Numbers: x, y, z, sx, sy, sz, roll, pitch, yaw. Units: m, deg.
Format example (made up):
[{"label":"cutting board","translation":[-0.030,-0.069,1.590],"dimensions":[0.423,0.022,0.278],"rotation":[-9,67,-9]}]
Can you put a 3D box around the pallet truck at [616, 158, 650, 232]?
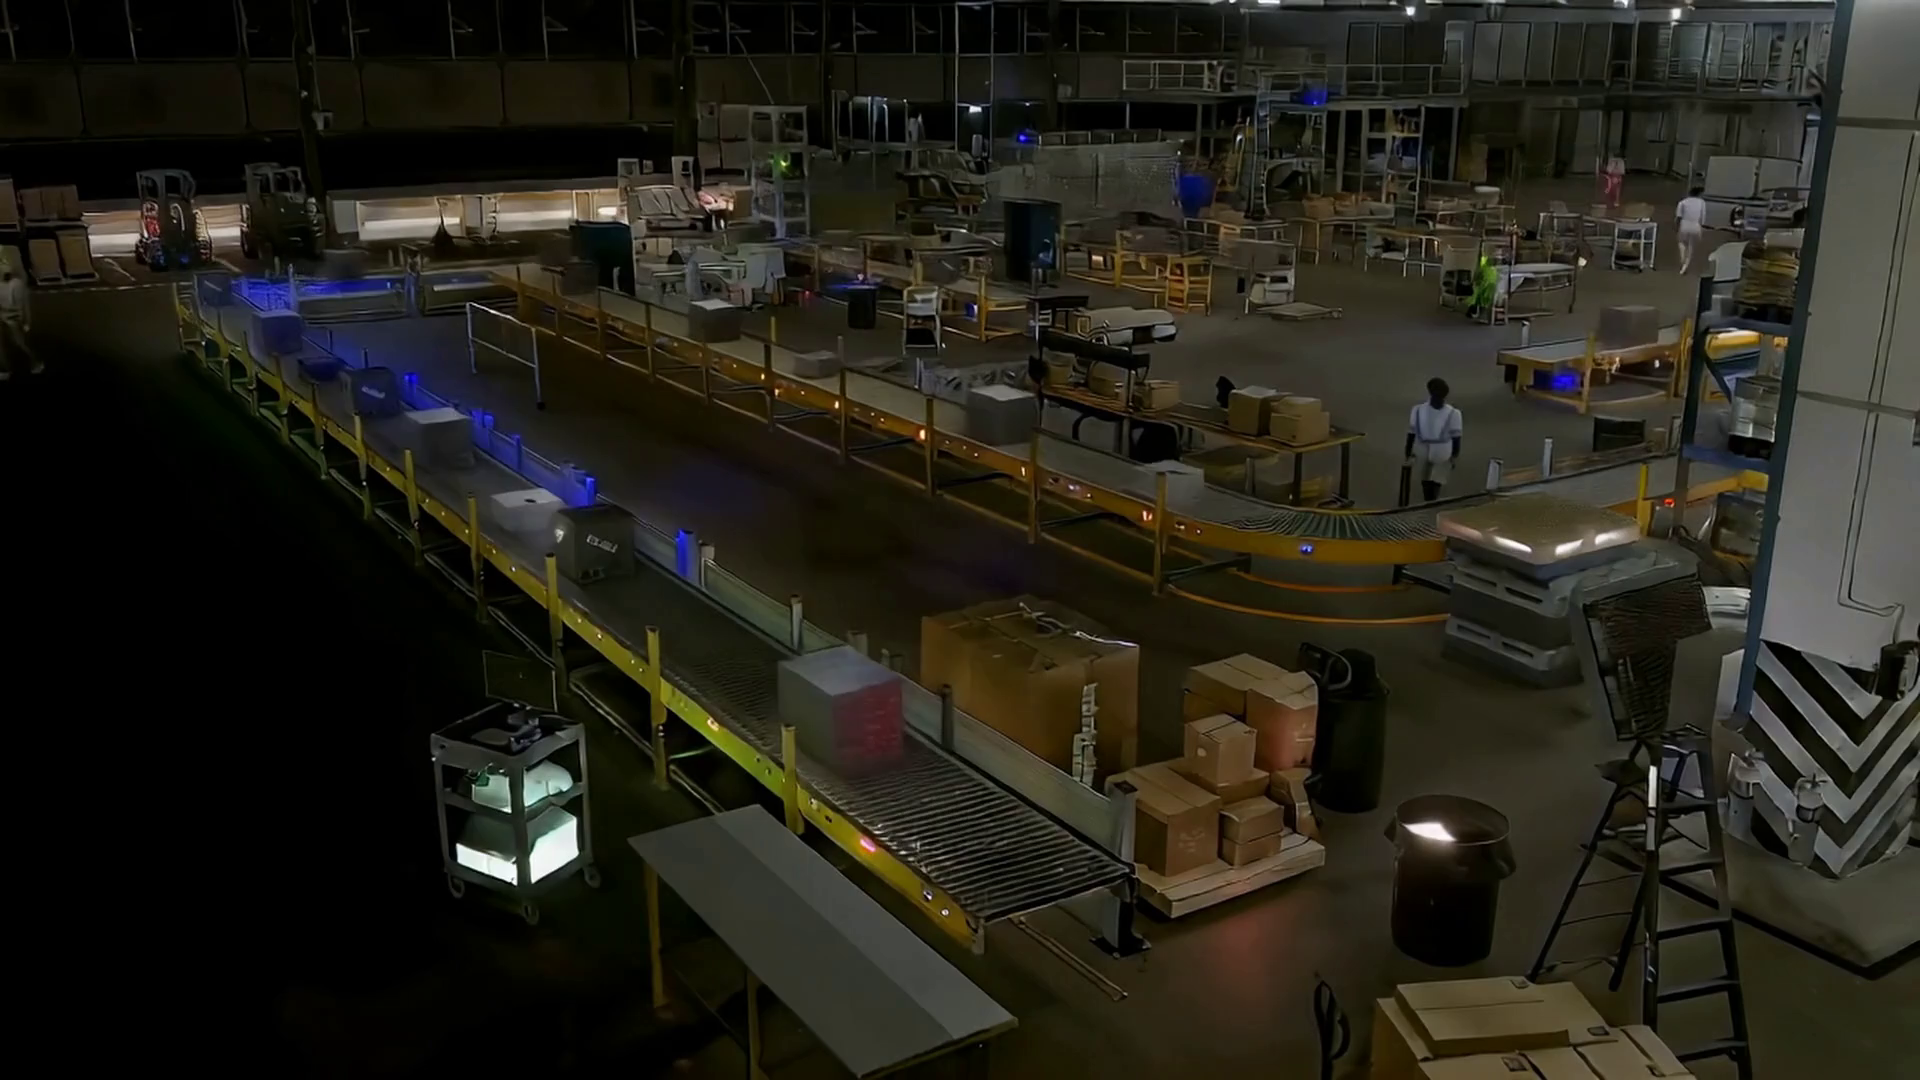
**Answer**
[{"label":"pallet truck","translation":[-8.918,-9.176,44.255],"dimensions":[0.823,1.965,1.885],"rotation":[-9,19,-27]}]

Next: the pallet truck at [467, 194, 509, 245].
[{"label":"pallet truck","translation":[-11.983,-8.177,42.137],"dimensions":[0.704,1.261,1.522],"rotation":[-11,20,-33]}]

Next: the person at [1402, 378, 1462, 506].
[{"label":"person","translation":[4.799,-0.827,17.038],"dimensions":[0.540,1.657,0.828],"rotation":[12,20,34]}]

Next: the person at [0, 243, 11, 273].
[{"label":"person","translation":[-16.915,-4.510,28.948],"dimensions":[0.645,1.866,0.929],"rotation":[-4,17,-14]}]

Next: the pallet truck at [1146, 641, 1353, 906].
[{"label":"pallet truck","translation":[1.664,1.407,10.232],"dimensions":[1.630,1.274,0.653],"rotation":[-10,20,-31]}]

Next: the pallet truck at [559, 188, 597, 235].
[{"label":"pallet truck","translation":[-10.010,-8.652,43.699],"dimensions":[0.653,1.274,1.630],"rotation":[-10,20,-31]}]

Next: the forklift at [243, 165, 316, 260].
[{"label":"forklift","translation":[-15.898,-7.669,38.708],"dimensions":[1.157,1.987,2.680],"rotation":[-11,20,-33]}]

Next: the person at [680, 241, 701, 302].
[{"label":"person","translation":[-4.480,-4.100,27.759],"dimensions":[0.319,1.767,0.534],"rotation":[-4,17,-12]}]

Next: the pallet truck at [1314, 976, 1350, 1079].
[{"label":"pallet truck","translation":[2.299,2.390,7.086],"dimensions":[1.601,1.201,0.680],"rotation":[-2,17,-7]}]

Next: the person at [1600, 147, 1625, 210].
[{"label":"person","translation":[19.853,-10.968,50.451],"dimensions":[0.581,1.863,0.710],"rotation":[-6,18,-20]}]

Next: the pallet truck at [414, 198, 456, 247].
[{"label":"pallet truck","translation":[-13.250,-8.060,41.856],"dimensions":[0.680,1.201,1.601],"rotation":[-10,20,-31]}]

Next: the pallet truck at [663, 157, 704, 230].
[{"label":"pallet truck","translation":[-7.586,-9.308,44.692],"dimensions":[0.823,1.965,1.885],"rotation":[-11,20,-33]}]

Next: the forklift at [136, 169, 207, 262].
[{"label":"forklift","translation":[-17.842,-7.318,37.559],"dimensions":[1.157,1.987,2.680],"rotation":[-10,20,-31]}]

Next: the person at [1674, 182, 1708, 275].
[{"label":"person","translation":[15.892,-6.739,36.133],"dimensions":[0.637,2.002,0.834],"rotation":[2,17,7]}]

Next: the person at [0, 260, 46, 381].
[{"label":"person","translation":[-14.344,-3.349,25.233],"dimensions":[0.596,1.792,0.922],"rotation":[2,17,5]}]
